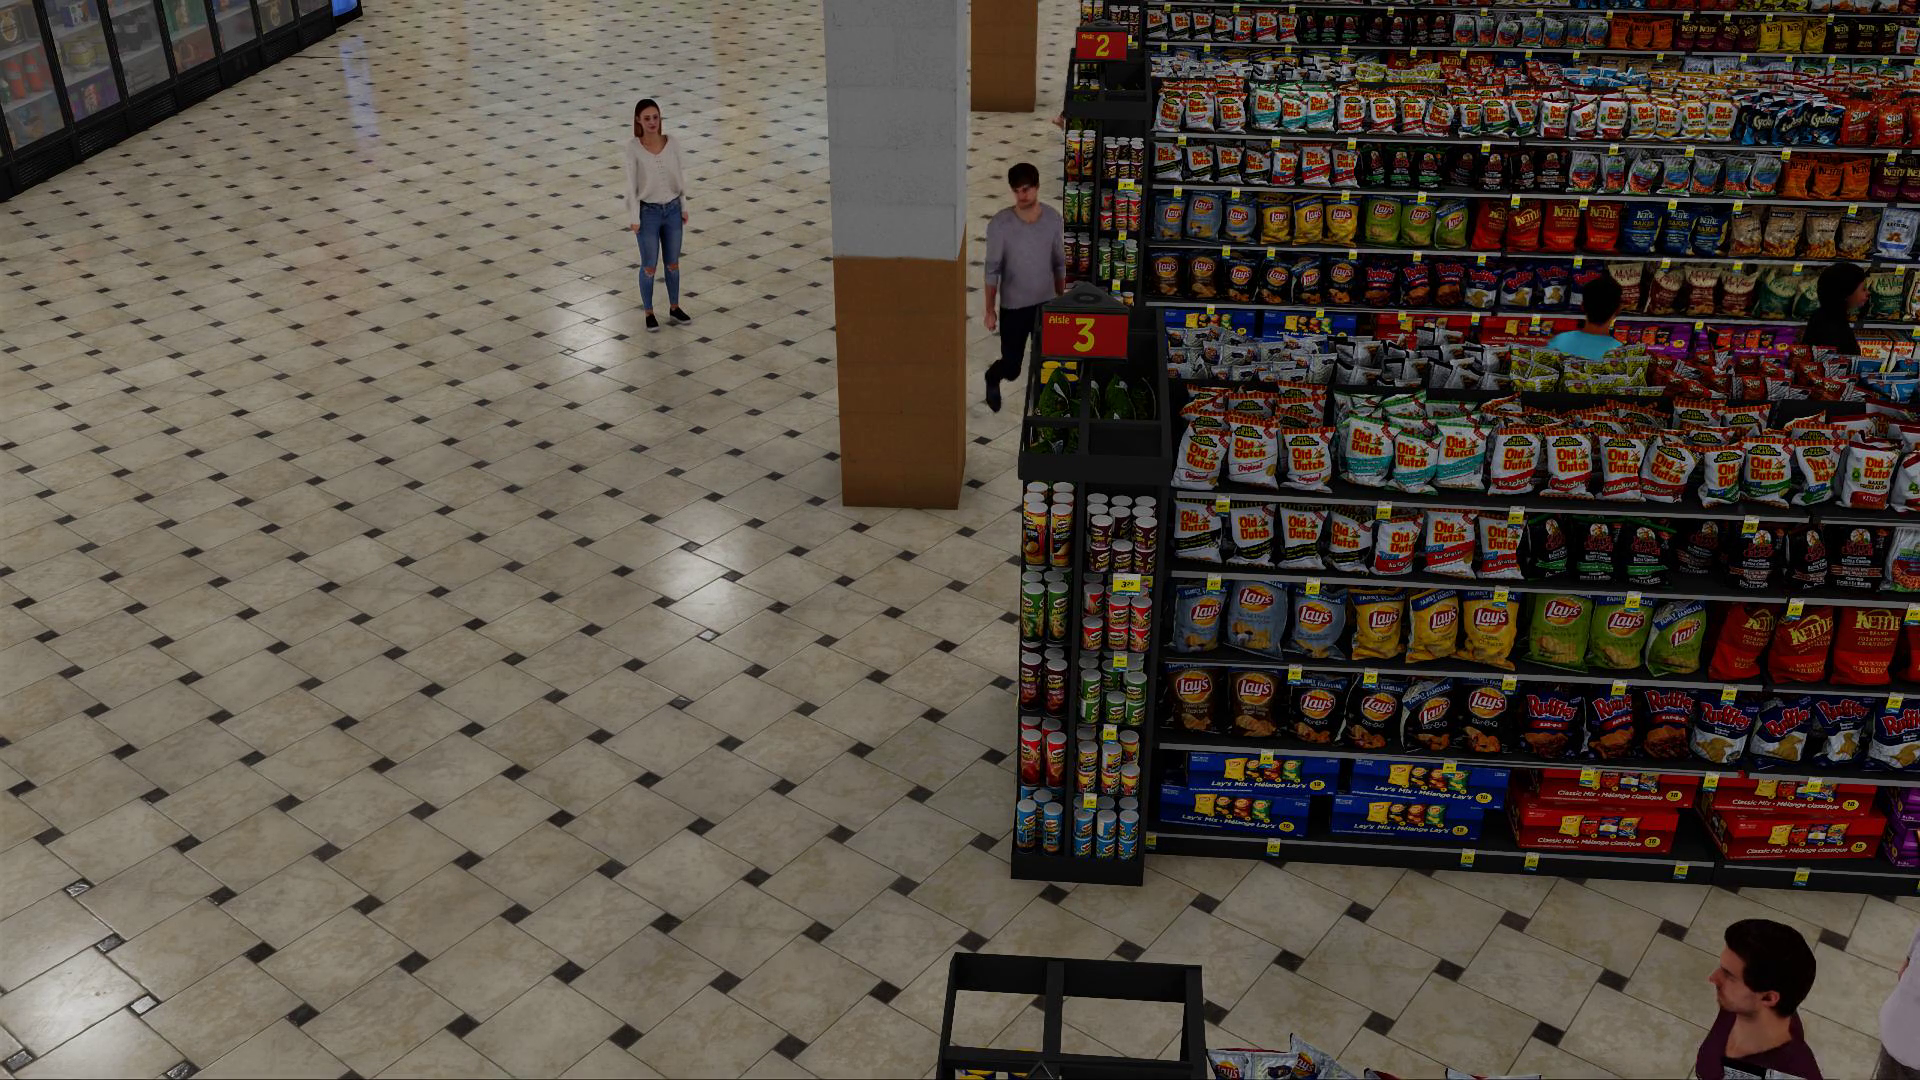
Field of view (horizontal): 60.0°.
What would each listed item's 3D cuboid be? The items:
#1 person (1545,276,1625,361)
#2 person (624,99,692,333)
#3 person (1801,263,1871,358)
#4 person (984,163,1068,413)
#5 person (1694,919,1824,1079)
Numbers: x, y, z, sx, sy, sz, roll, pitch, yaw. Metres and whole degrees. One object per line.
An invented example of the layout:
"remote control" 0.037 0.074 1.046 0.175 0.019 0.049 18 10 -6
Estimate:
"person" 3.178 -0.496 8.667 0.654 1.768 0.764 20 34 31
"person" -2.221 -2.387 12.211 0.679 1.692 0.767 -17 33 -28
"person" 4.561 -0.692 9.141 1.200 1.658 0.753 8 30 15
"person" 0.382 -1.495 10.445 1.062 1.818 1.018 -12 31 -21
"person" 2.129 1.778 4.471 0.623 1.800 0.679 2 29 4
